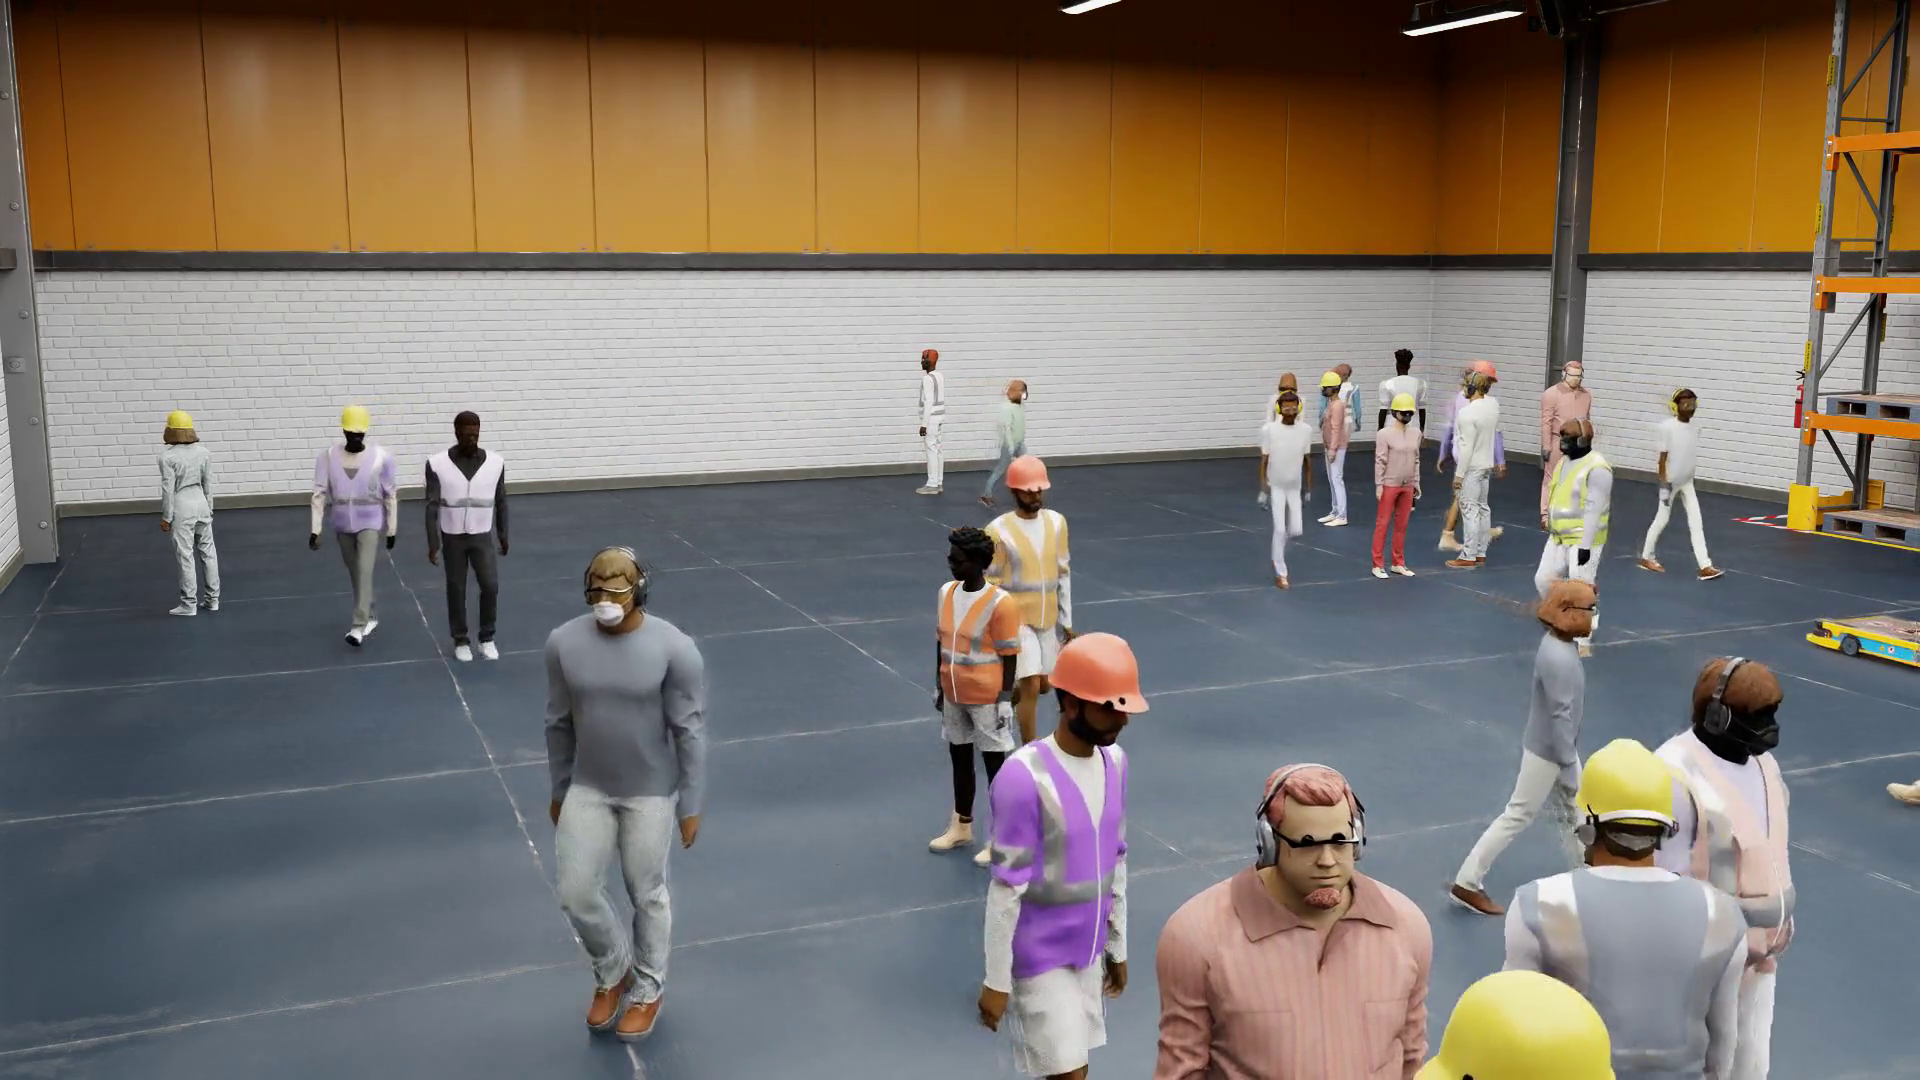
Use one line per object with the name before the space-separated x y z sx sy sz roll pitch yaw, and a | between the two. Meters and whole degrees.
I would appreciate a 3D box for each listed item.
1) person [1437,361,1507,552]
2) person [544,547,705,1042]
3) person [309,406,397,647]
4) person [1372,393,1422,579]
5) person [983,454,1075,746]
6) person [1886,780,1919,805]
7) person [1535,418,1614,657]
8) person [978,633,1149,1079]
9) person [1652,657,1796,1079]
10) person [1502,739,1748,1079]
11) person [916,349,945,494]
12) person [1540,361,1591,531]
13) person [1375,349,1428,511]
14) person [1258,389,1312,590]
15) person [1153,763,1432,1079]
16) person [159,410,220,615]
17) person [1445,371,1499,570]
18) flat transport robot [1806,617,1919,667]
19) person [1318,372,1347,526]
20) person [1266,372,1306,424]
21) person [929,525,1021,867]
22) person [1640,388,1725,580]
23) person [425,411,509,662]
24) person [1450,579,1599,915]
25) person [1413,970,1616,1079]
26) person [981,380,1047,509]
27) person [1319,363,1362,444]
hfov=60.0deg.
person | 5.380 -0.875 17.351 1.072 1.966 0.707 -5 10 -26
person | -1.276 0.971 6.301 0.652 1.921 0.451 2 10 10
person | -4.732 -0.106 12.995 0.599 1.865 1.032 0 9 -3
person | 4.165 -0.512 15.777 0.529 1.767 0.329 -4 10 -25
person | 0.347 0.433 9.630 0.546 1.907 0.798 -6 11 -34
person | 5.540 0.637 8.757 0.986 1.794 0.639 5 11 28
person | 4.636 -0.005 12.544 0.450 1.828 0.629 -2 10 -12
person | 0.324 1.210 4.887 0.427 1.912 0.579 8 12 40
person | 2.218 1.232 5.001 0.638 1.825 0.601 -7 11 -35
person | 1.604 1.378 4.177 0.618 1.810 0.566 0 9 2
person | -0.381 -1.538 21.645 0.356 1.882 0.574 3 10 17
person | 6.795 -1.046 18.605 0.636 1.902 0.406 -3 10 -17
person | 5.331 -1.327 20.108 0.603 1.966 0.368 -1 9 -3
person | 2.988 -0.477 15.379 0.520 1.836 0.546 -1 9 -7
person | 0.742 1.418 3.657 0.642 1.908 0.410 -2 10 -12
person | -6.574 -0.231 14.141 0.295 1.744 0.484 5 11 27
person | 5.016 -0.680 16.271 0.369 1.939 0.631 8 12 41
flat transport robot | 7.156 0.788 12.416 0.652 0.197 1.431 -4 10 -20
person | 4.248 -1.039 19.009 0.361 1.759 0.522 1 9 3
person | 4.125 -1.315 21.104 0.506 1.619 0.475 4 10 23
person | 0.069 0.763 8.244 0.319 1.698 0.539 -9 13 -44
person | 6.874 -0.535 15.794 0.526 1.804 0.997 -3 10 -20
person | -3.660 -0.016 12.392 0.630 1.895 0.564 -5 10 -27
person | 2.659 0.948 7.469 0.874 1.588 0.524 4 10 23
person | 0.798 1.590 2.685 0.851 1.887 0.598 0 9 2
person | 0.627 -1.153 20.233 0.890 1.587 0.512 7 11 35
person | 5.269 -1.620 22.916 0.548 1.610 0.681 5 11 30
